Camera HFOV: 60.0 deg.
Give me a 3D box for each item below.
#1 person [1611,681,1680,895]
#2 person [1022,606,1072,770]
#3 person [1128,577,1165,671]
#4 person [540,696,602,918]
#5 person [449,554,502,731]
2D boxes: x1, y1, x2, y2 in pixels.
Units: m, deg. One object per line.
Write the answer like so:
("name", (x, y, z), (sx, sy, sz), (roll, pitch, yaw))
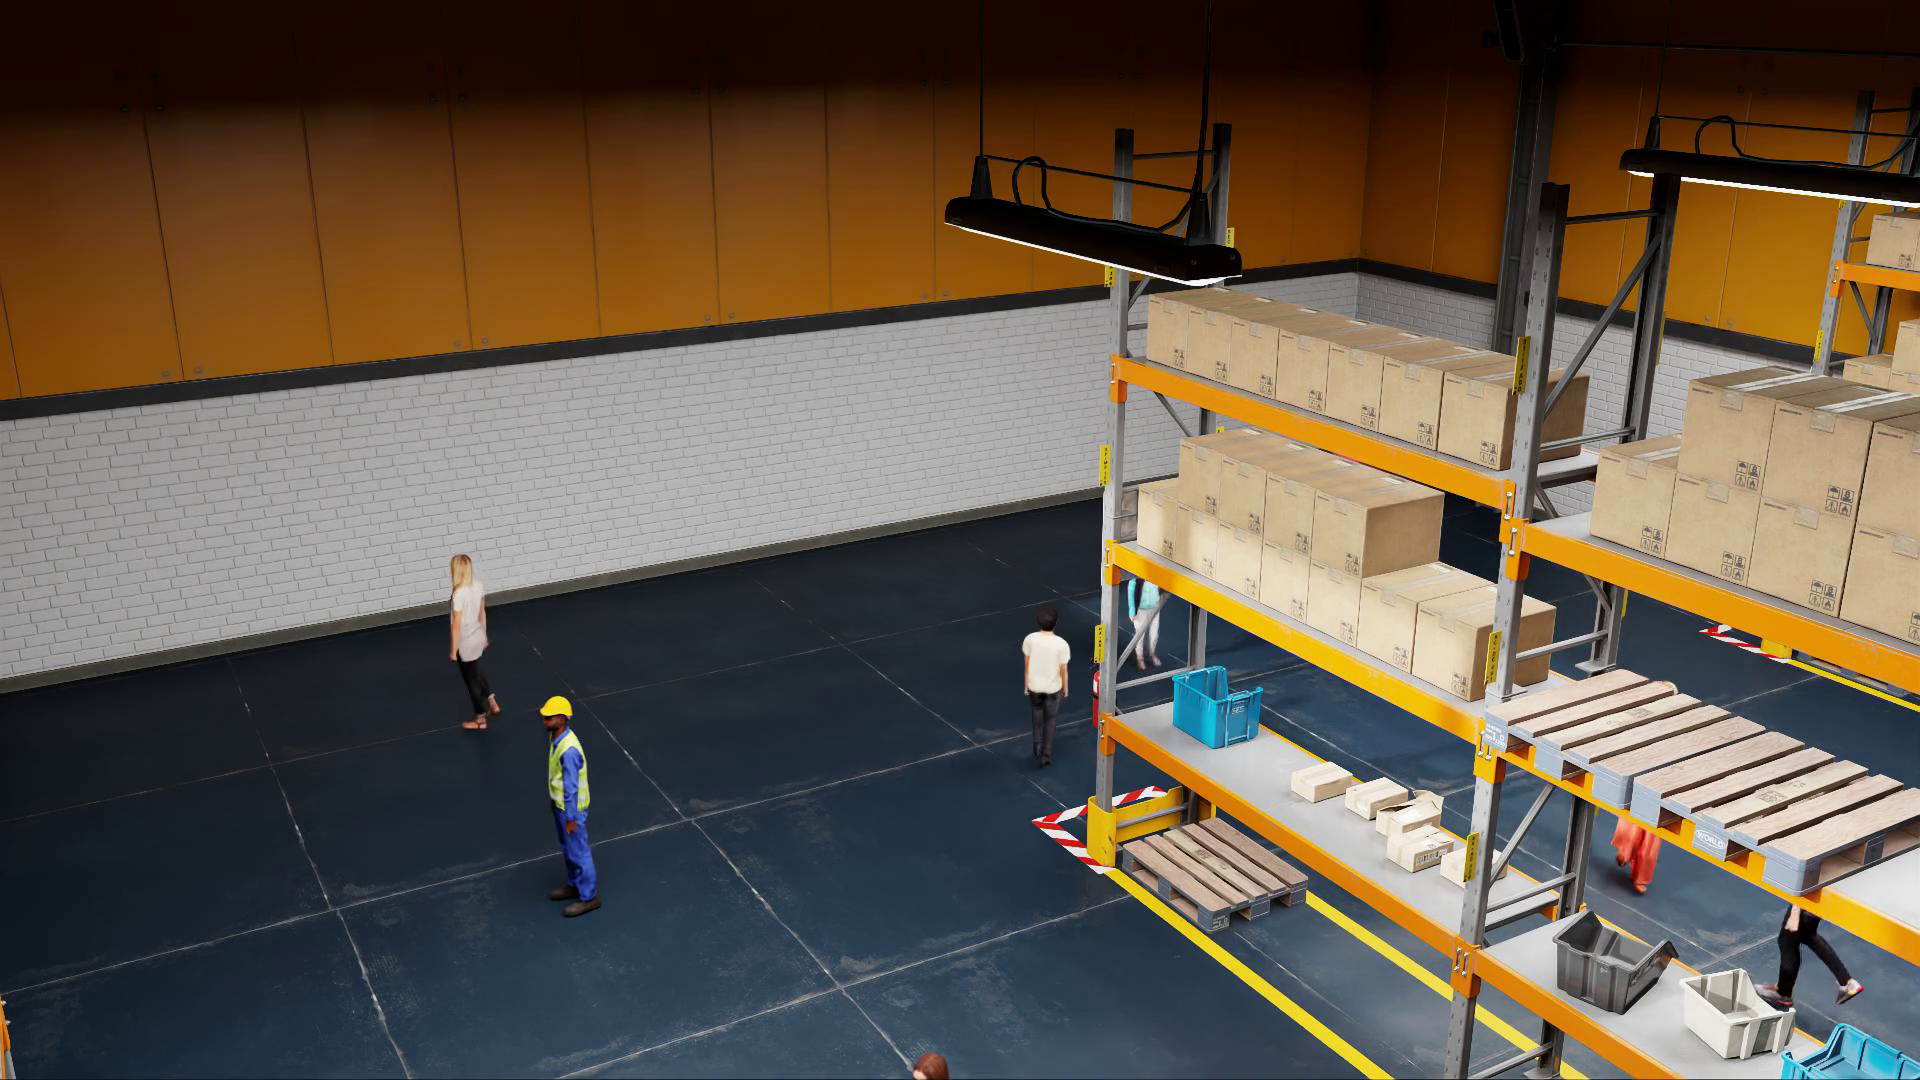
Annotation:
("person", (5.551, 1.945, 13.452), (0.851, 1.794, 0.917), (3, 19, 8))
("person", (0.768, 1.395, 15.427), (0.701, 1.575, 0.767), (6, 19, 17))
("person", (1.969, 0.693, 17.690), (0.658, 1.463, 0.656), (-11, 22, -30))
("person", (-3.065, 2.065, 13.067), (0.709, 1.812, 0.490), (-10, 21, -27))
("person", (-4.681, 1.015, 16.179), (0.819, 1.816, 0.757), (4, 19, 11))
